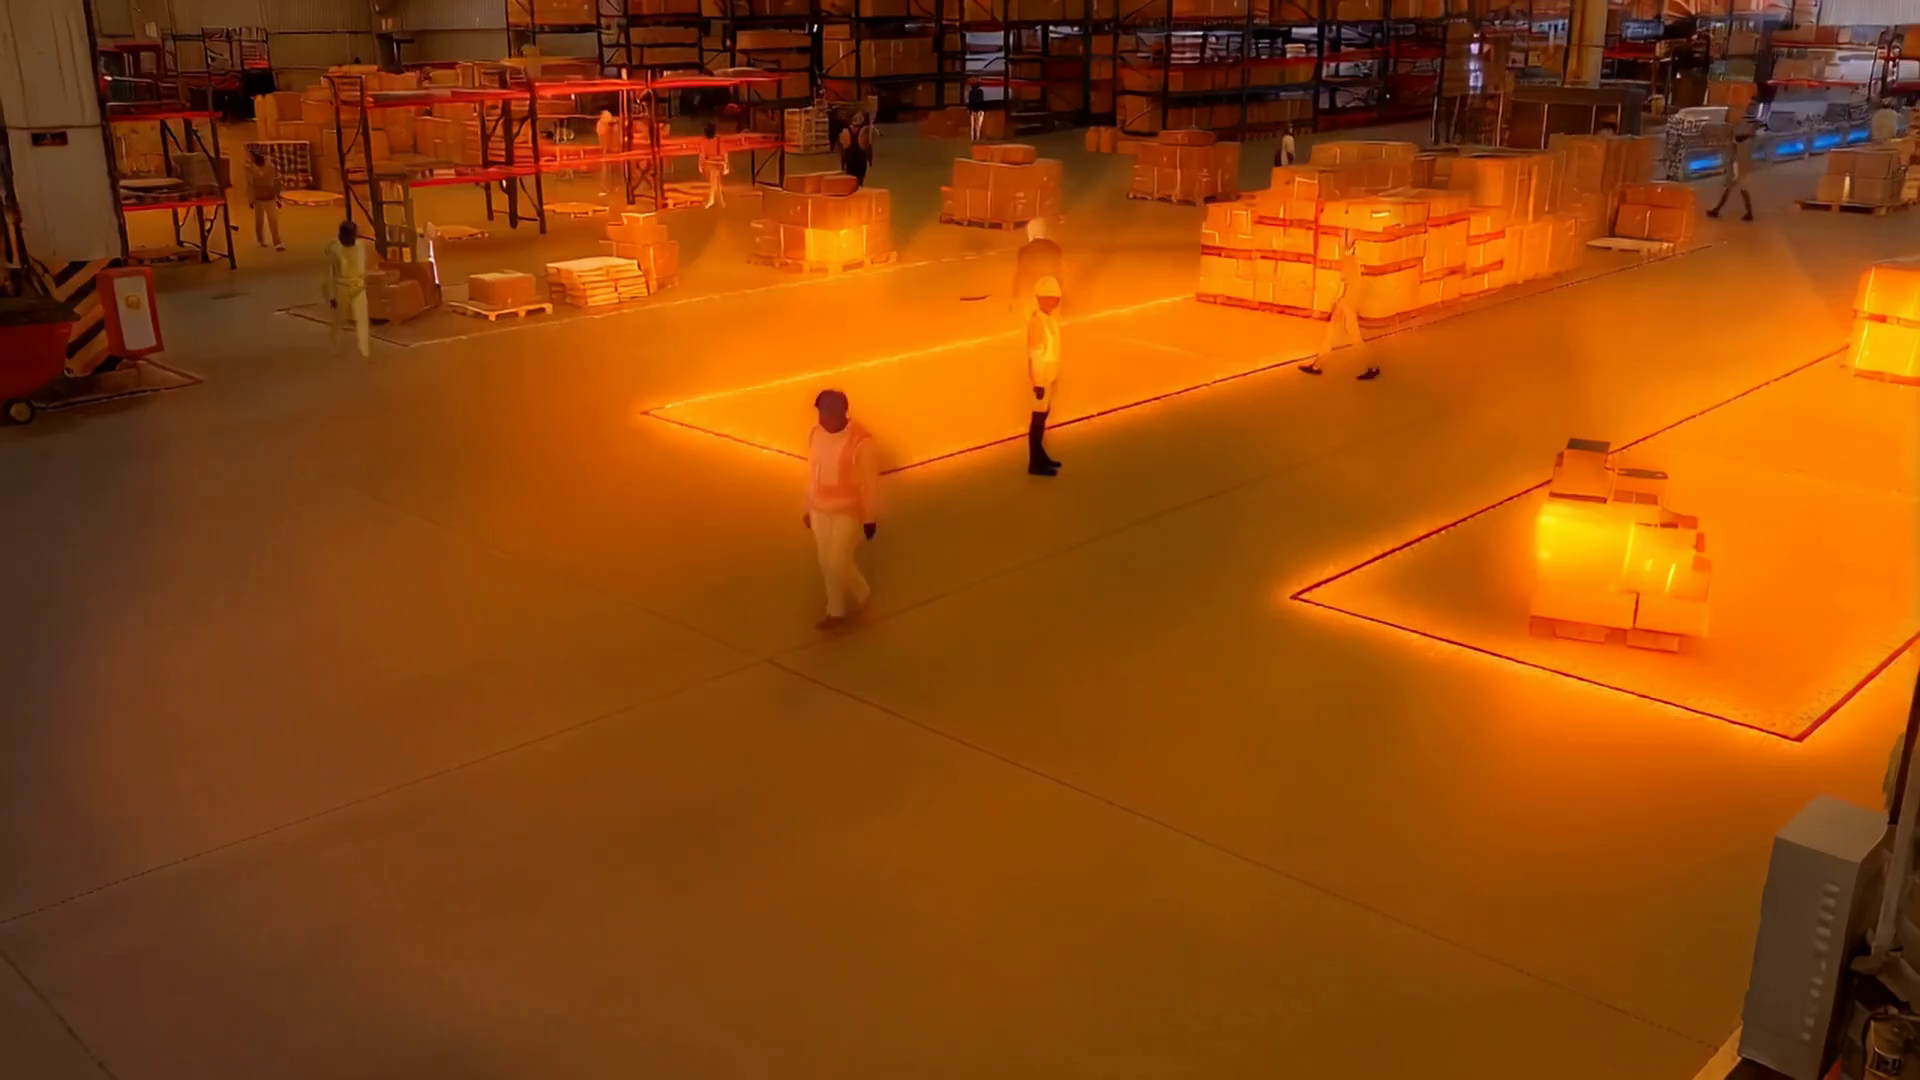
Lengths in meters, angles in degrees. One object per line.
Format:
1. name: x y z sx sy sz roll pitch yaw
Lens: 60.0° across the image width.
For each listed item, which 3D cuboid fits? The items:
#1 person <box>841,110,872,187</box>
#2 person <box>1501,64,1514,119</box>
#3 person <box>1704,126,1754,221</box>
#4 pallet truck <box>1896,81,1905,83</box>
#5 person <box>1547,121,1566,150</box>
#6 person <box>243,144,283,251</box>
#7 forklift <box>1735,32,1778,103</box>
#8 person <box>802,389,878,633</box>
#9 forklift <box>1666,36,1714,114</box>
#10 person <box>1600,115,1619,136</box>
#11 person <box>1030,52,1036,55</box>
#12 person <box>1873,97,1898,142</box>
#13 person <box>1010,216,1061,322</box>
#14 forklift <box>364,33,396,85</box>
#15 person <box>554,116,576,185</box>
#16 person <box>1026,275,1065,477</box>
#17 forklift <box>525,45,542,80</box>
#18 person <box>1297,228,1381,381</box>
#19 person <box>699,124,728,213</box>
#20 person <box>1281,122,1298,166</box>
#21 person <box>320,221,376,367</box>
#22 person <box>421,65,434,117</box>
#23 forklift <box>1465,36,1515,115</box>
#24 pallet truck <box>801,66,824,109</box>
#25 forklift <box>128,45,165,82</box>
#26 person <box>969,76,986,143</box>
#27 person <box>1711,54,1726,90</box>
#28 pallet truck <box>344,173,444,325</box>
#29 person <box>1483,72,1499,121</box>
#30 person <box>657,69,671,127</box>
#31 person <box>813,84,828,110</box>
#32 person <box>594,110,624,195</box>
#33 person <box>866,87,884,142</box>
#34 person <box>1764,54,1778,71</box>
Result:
1. person: -2.290 -8.402 36.406 0.719 2.000 0.894 6 19 17
2. person: 19.777 -16.210 60.136 0.496 1.908 0.550 8 20 22
3. person: 15.758 -7.425 33.722 0.552 1.886 1.012 -12 22 -32
4. pallet truck: 34.802 -16.331 61.455 0.653 1.274 1.630 17 25 41
5. person: 13.736 -8.848 38.396 0.531 1.618 0.369 -7 20 -19
6. person: -12.570 -6.181 29.956 0.600 1.893 0.928 -15 23 -38
7. forklift: 33.020 -19.373 68.149 1.129 2.768 1.873 -13 23 -35
8. person: -0.889 -0.201 12.034 0.647 1.824 0.444 14 23 37
9. forklift: 27.341 -17.291 61.877 1.129 2.768 1.873 17 25 41
10. person: 14.189 -8.304 36.332 0.927 1.895 0.581 13 23 35
11. person: 3.569 -23.047 80.741 0.408 1.906 0.654 11 21 29
12. person: 24.178 -10.644 43.501 0.521 1.818 0.613 -12 22 -33
13. person: 0.885 -2.968 20.236 0.630 1.921 0.594 -15 24 -39
14. forklift: -22.639 -18.555 65.685 1.873 2.768 1.129 -14 23 -37
15. person: -9.446 -9.317 39.792 0.521 1.640 0.307 0 18 -1
16. person: 0.822 -1.588 16.040 0.355 1.939 0.543 5 19 13
17. forklift: -13.266 -14.020 52.021 1.873 2.768 1.129 -2 18 -6
18. person: 4.642 -2.818 19.944 0.989 1.823 0.533 4 19 11
19. person: -5.186 -7.813 34.983 0.561 1.824 1.017 8 20 22
20. person: 6.926 -7.851 35.026 0.333 1.866 0.515 1 18 2
21. person: -7.694 -3.099 20.835 0.962 1.789 0.631 17 25 42
22. person: -19.037 -16.001 59.514 0.599 1.920 0.549 5 19 15
23. forklift: 19.973 -17.201 61.605 1.873 2.768 1.129 16 24 40
24. pallet truck: -4.812 -15.182 56.903 0.823 1.965 1.885 -9 21 -26
25. forklift: -25.619 -14.248 52.709 1.873 2.768 1.129 13 22 34
26. person: 0.545 -13.134 50.737 0.387 1.990 0.625 -15 24 -39
27. person: 33.932 -20.846 74.404 0.530 1.720 0.918 17 25 41
28. pallet truck: -8.209 -4.181 23.757 0.823 1.965 1.885 3 19 9
29. person: 18.827 -15.713 58.971 0.541 1.695 0.316 -1 18 -4
30. person: -10.090 -15.039 56.611 0.589 1.912 0.390 14 23 35
31. person: -4.409 -13.616 52.746 0.513 1.640 0.309 3 19 8
32. person: -8.003 -8.881 38.086 0.642 1.884 1.023 16 24 39
33. person: -2.676 -13.020 50.911 0.803 1.664 0.533 8 20 22
34. person: 38.479 -22.479 78.974 0.630 1.950 1.009 16 24 40
